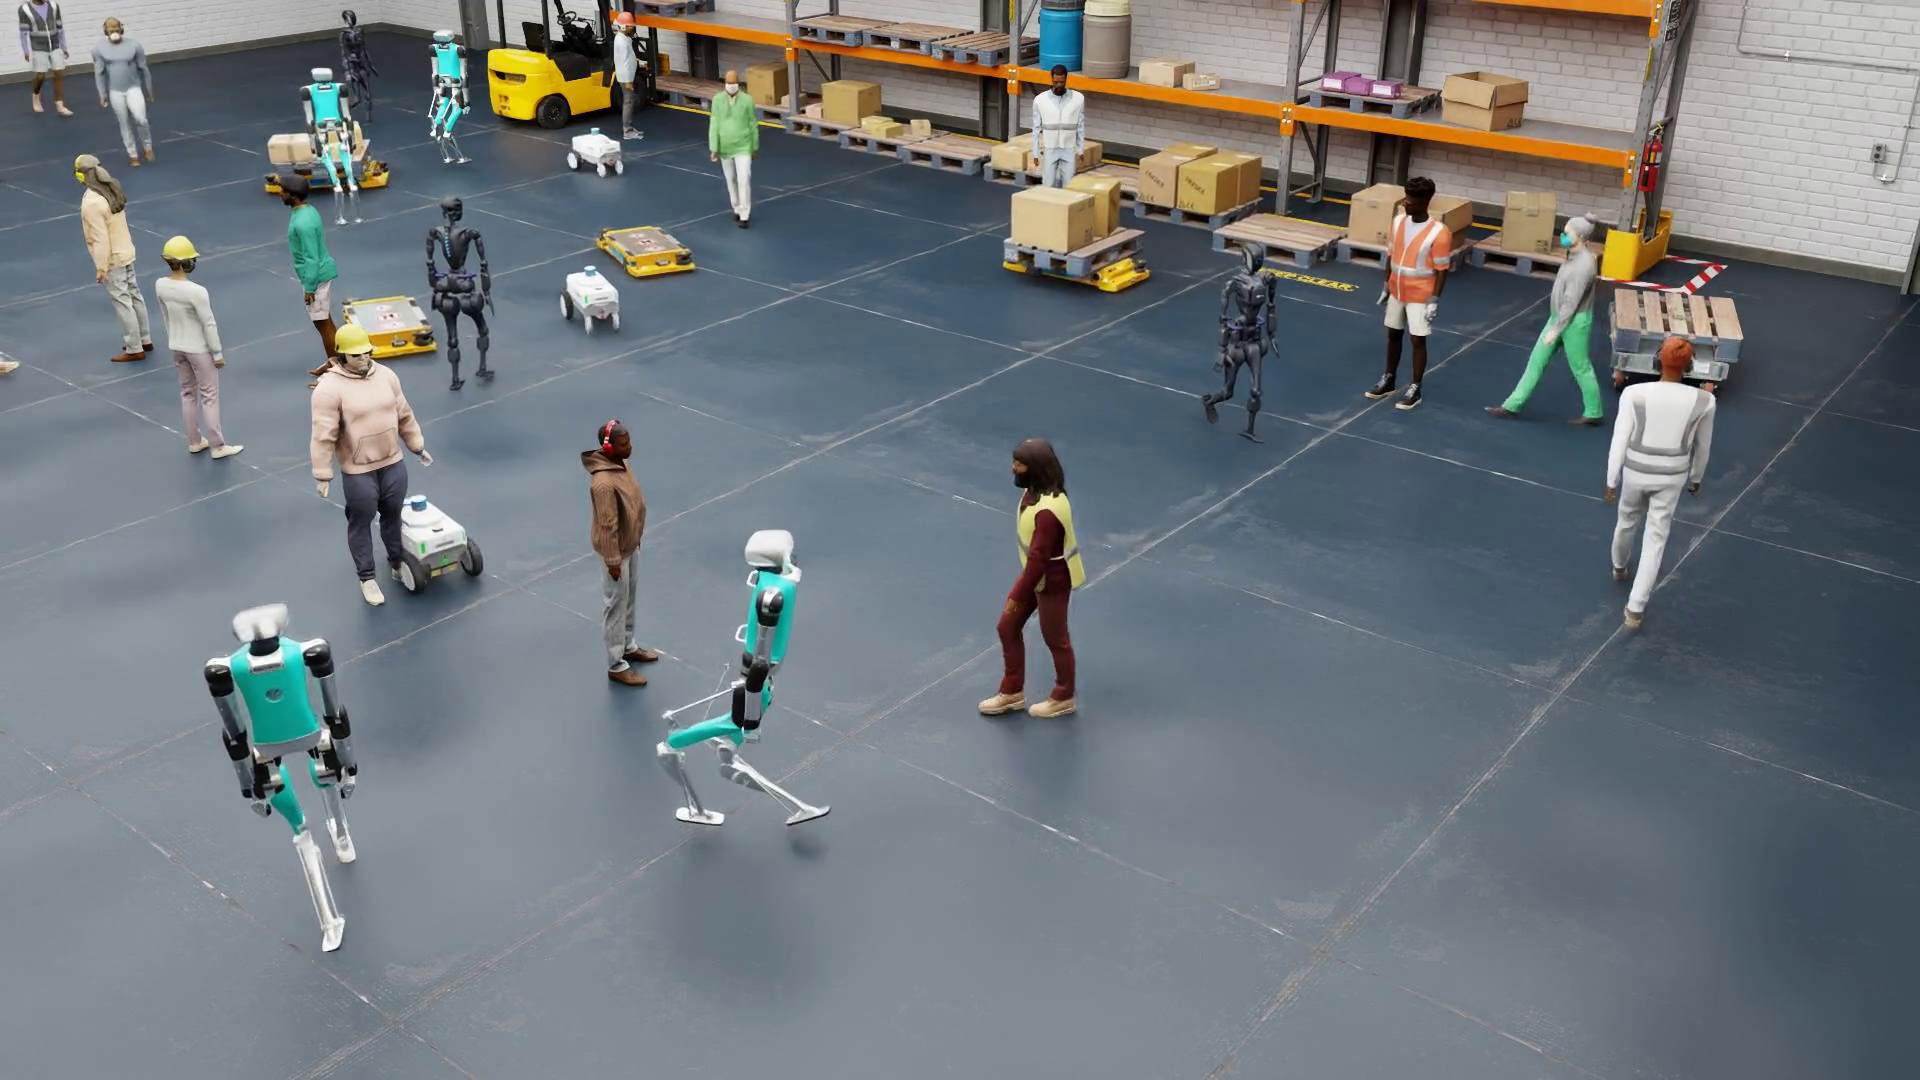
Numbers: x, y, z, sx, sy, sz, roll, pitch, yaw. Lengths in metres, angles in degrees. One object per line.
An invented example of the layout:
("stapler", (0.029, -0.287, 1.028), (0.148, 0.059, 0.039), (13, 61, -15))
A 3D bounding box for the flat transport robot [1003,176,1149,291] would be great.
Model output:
("flat transport robot", (1.219, -2.904, 17.584), (1.431, 0.231, 0.659), (18, 31, 33))

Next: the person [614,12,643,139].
("person", (-4.672, -6.539, 23.420), (0.345, 1.740, 0.572), (-5, 26, -10))

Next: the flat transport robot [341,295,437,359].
("flat transport robot", (-5.435, -2.038, 15.791), (0.659, 0.231, 1.431), (-12, 28, -23))

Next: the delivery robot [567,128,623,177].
("delivery robot", (-4.768, -5.086, 21.783), (0.499, 0.601, 0.783), (-23, 34, -39))

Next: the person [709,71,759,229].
("person", (-2.612, -4.471, 19.130), (0.534, 1.752, 0.845), (3, 26, 6))

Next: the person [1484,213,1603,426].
("person", (4.897, -1.771, 13.492), (0.954, 1.789, 0.512), (1, 26, 2))

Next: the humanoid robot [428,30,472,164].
("humanoid robot", (-6.687, -5.699, 21.531), (0.533, 1.677, 0.735), (8, 27, 15))

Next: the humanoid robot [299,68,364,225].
("humanoid robot", (-7.183, -4.493, 19.180), (0.531, 1.784, 0.697), (-16, 30, -29))

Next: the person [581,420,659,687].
("person", (-2.023, 0.059, 9.854), (0.310, 1.650, 0.471), (2, 26, 5))

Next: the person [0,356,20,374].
("person", (-8.788, -2.186, 14.396), (0.871, 1.743, 0.518), (0, 26, 1))

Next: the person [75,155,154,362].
("person", (-7.612, -2.530, 14.968), (0.403, 1.876, 0.555), (-1, 26, -2))

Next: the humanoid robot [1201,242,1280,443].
("humanoid robot", (2.254, -1.625, 13.341), (0.611, 1.633, 0.633), (-14, 29, -27))

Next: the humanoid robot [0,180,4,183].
("humanoid robot", (-12.647, -5.228, 20.853), (0.787, 1.637, 0.610), (-13, 29, -25))

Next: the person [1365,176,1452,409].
("person", (3.771, -2.069, 13.909), (0.368, 1.962, 0.607), (-17, 31, -32))

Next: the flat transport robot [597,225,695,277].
("flat transport robot", (-3.436, -3.160, 18.115), (0.659, 0.231, 1.431), (-13, 28, -24))

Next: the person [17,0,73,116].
("person", (-13.637, -7.335, 24.763), (0.691, 2.016, 0.629), (18, 31, 33))

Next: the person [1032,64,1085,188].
("person", (1.111, -4.424, 18.852), (0.598, 1.909, 0.400), (-3, 26, -6))

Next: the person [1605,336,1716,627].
("person", (4.456, -0.427, 10.669), (0.586, 1.825, 1.009), (9, 27, 19))

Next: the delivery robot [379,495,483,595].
("delivery robot", (-3.613, 0.006, 11.251), (0.499, 0.613, 0.803), (-21, 33, -36))

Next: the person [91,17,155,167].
("person", (-10.949, -5.869, 21.827), (0.646, 1.919, 0.468), (-10, 27, -20))

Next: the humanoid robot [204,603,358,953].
("humanoid robot", (-3.154, 0.974, 7.907), (0.550, 1.782, 1.014), (-9, 27, -18))

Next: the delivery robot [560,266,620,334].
("delivery robot", (-3.568, -2.350, 16.130), (0.499, 0.614, 0.808), (-12, 28, -24))

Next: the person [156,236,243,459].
("person", (-5.947, -1.495, 12.956), (0.516, 1.756, 0.336), (11, 28, 21))

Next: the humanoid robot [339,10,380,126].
("humanoid robot", (-8.809, -6.866, 24.188), (0.528, 1.644, 0.601), (9, 27, 19))

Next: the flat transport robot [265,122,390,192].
("flat transport robot", (-8.028, -4.622, 21.143), (1.431, 0.231, 0.659), (-5, 26, -11))

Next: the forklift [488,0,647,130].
("forklift", (-5.874, -7.334, 24.552), (1.214, 2.155, 2.313), (19, 32, 34))

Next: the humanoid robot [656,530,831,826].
("humanoid robot", (-1.179, 0.756, 8.296), (1.015, 1.722, 0.530), (1, 26, 3))

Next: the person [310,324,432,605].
("person", (-3.844, -0.515, 10.799), (0.410, 1.867, 0.790), (20, 32, 35))

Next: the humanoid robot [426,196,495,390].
("humanoid robot", (-4.343, -2.139, 14.404), (0.601, 1.634, 0.463), (4, 26, 8))

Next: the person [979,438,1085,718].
("person", (0.378, 0.254, 9.344), (0.697, 1.743, 0.461), (-7, 27, -14))

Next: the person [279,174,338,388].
("person", (-5.592, -2.249, 14.411), (0.397, 1.850, 0.491), (-7, 27, -15))
